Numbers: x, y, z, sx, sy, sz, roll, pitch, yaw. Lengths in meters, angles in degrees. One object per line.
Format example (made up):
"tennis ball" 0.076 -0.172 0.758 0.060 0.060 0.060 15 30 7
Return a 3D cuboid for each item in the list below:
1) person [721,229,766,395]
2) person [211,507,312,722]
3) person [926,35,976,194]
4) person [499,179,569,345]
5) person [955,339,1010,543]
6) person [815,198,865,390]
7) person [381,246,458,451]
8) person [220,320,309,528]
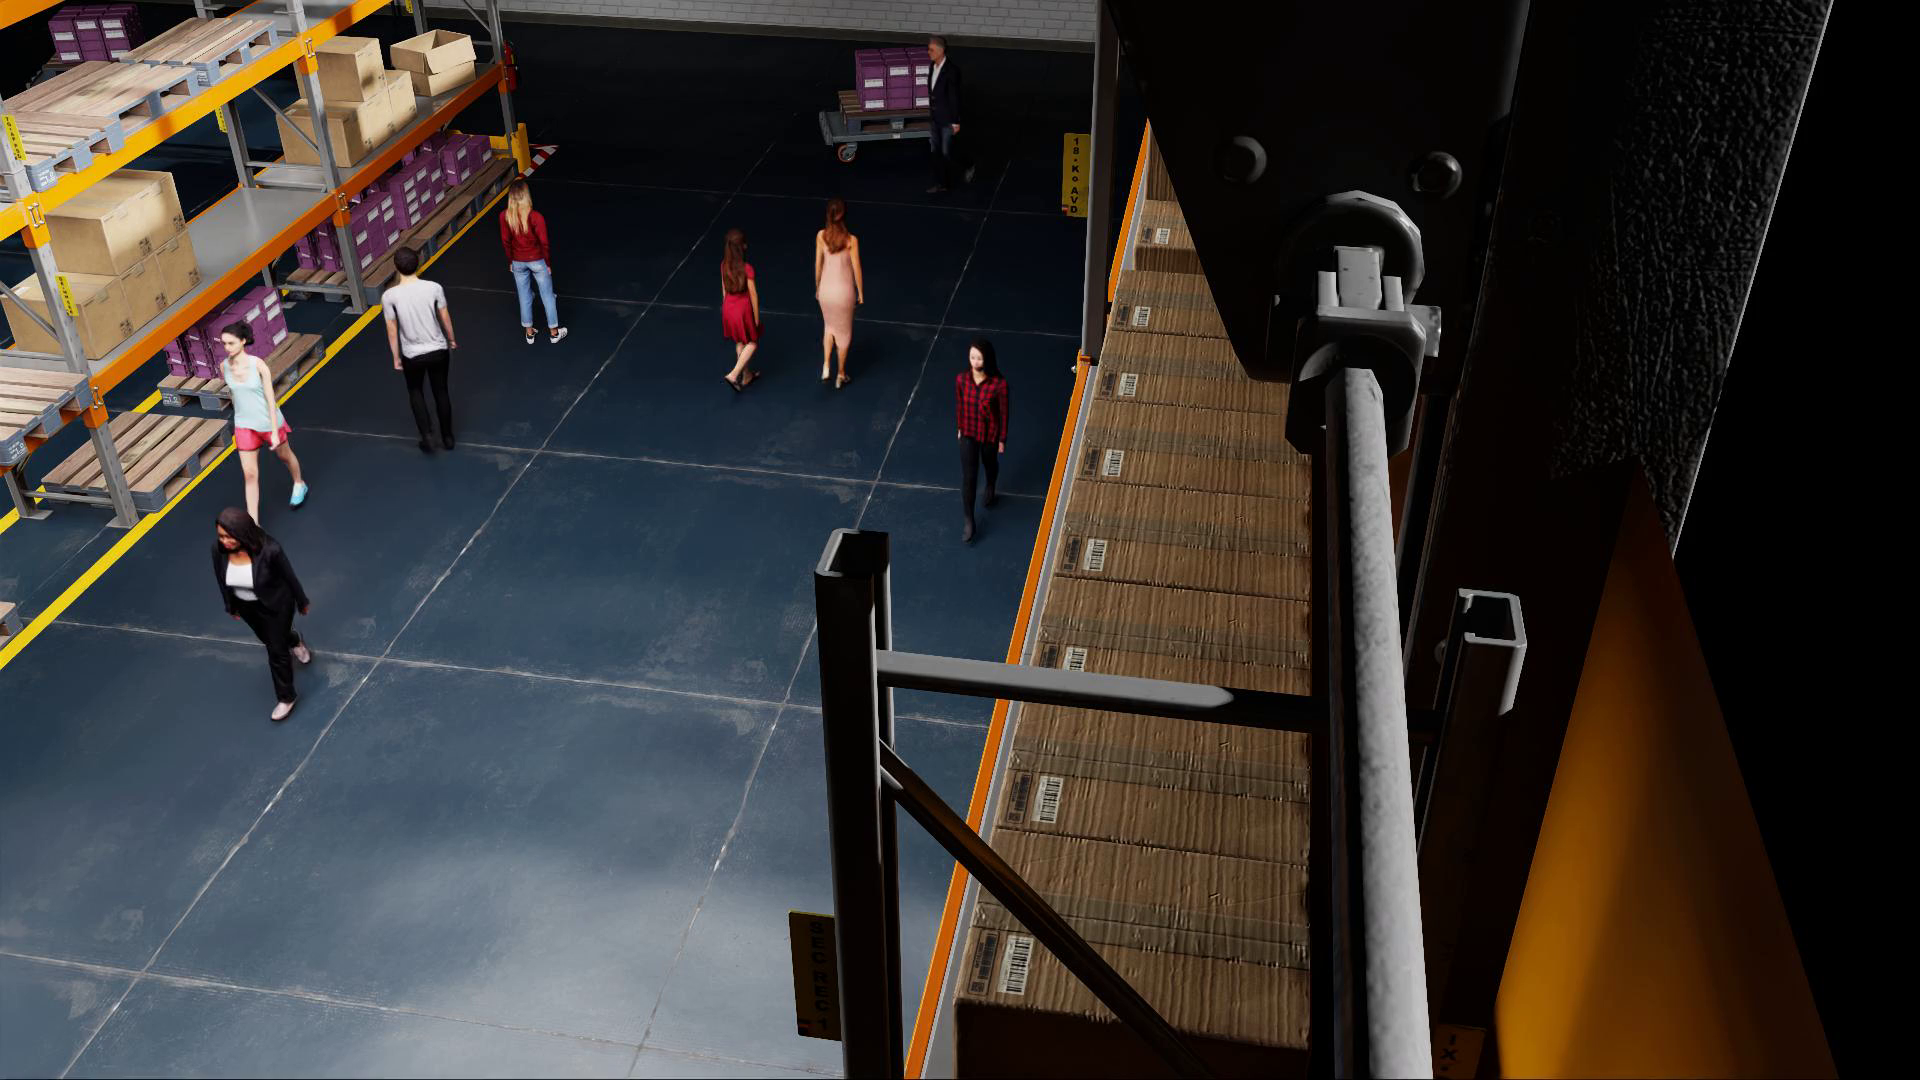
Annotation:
"person" -2.010 -2.031 14.969 0.692 1.541 0.901 17 37 24
"person" -4.683 0.389 11.297 0.785 1.578 1.097 0 34 -1
"person" -0.115 -4.871 19.013 1.056 1.795 0.987 -24 40 -31
"person" -4.087 -2.643 15.806 0.618 1.634 0.545 2 34 4
"person" 0.194 -0.870 13.159 0.635 1.613 1.045 8 35 12
"person" -1.137 -2.161 14.914 0.659 1.821 0.735 11 35 16
"person" -4.482 -1.547 13.957 0.803 1.857 0.815 -12 36 -18
"person" -5.474 -0.919 13.143 0.685 1.712 1.221 2 34 2
